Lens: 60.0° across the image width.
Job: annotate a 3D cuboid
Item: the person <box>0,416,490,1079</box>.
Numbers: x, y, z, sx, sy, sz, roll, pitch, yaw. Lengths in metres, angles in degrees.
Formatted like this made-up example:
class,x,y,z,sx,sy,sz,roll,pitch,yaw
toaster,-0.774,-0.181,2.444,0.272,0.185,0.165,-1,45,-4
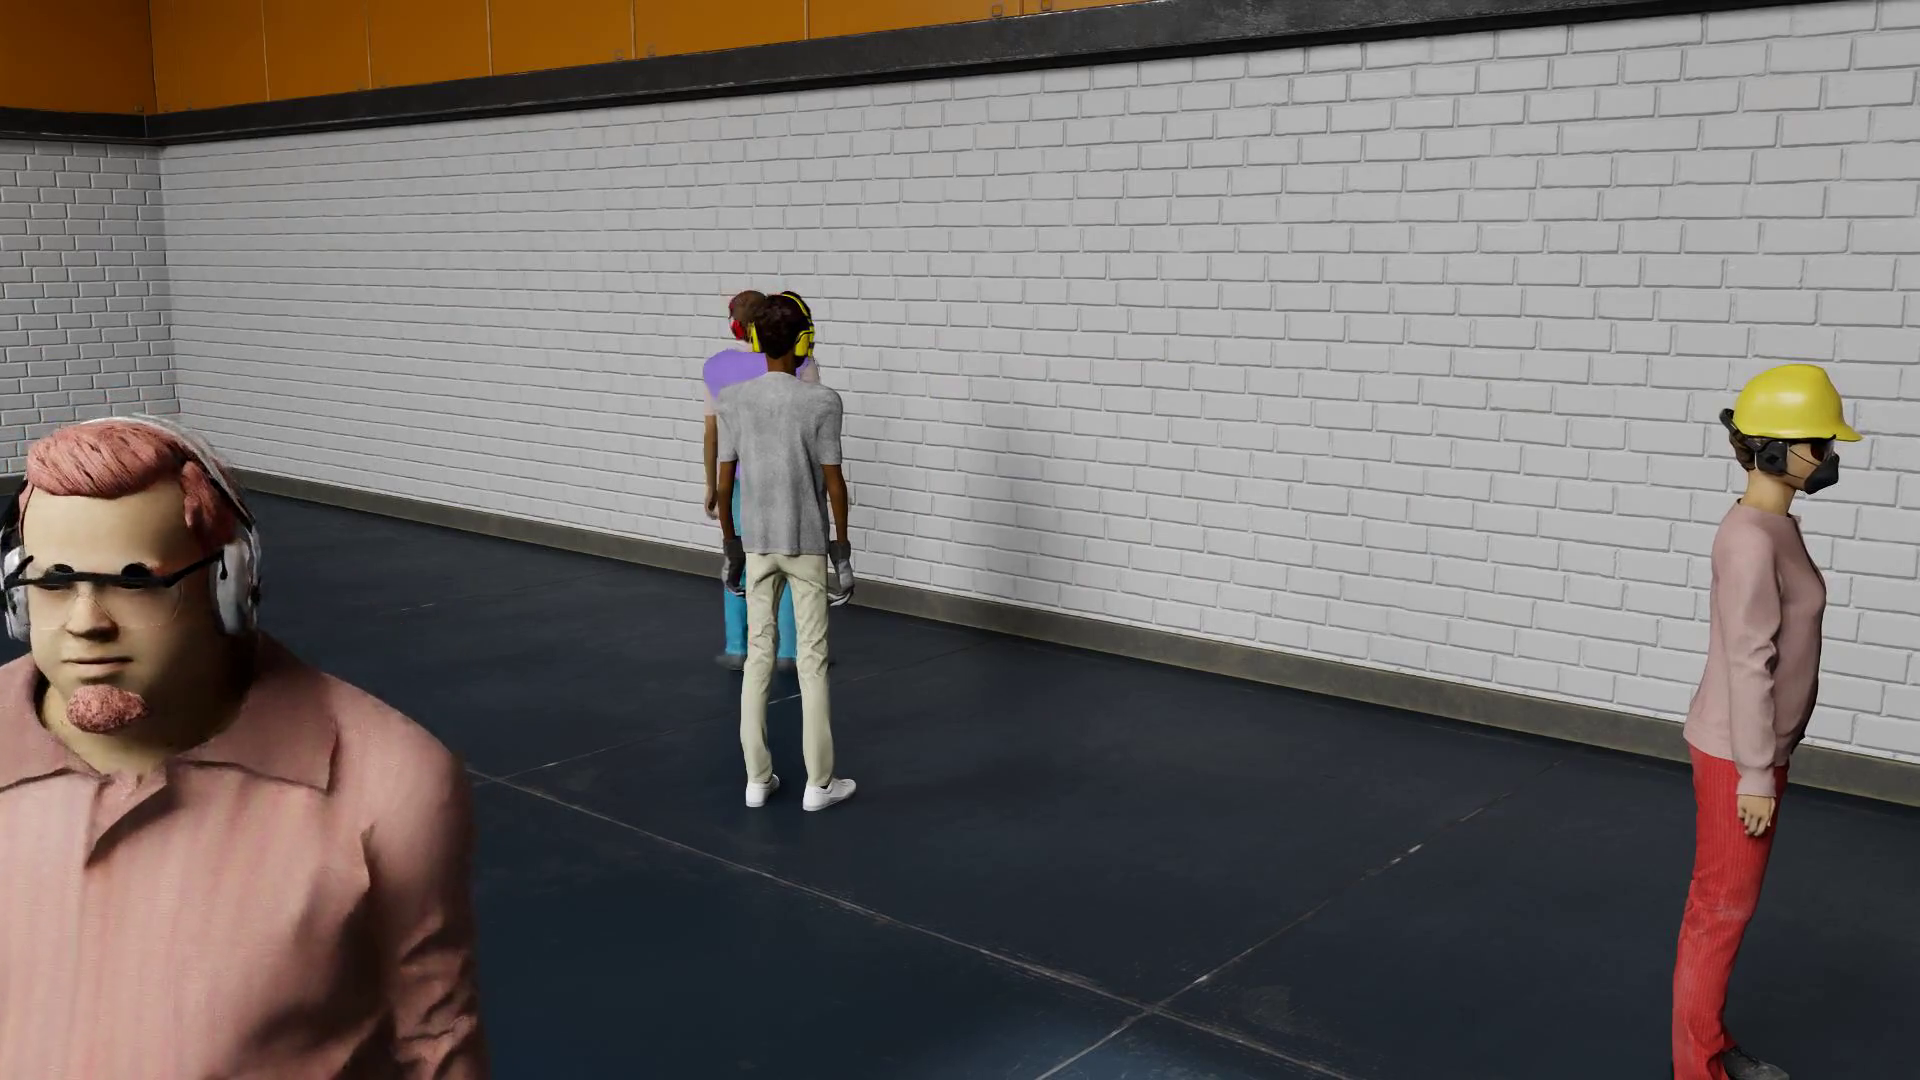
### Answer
class,x,y,z,sx,sy,sz,roll,pitch,yaw
person,-0.839,0.774,1.866,0.627,1.872,0.899,-1,10,-4

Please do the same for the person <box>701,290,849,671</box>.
class,x,y,z,sx,sy,sz,roll,pitch,yaw
person,-0.906,-0.257,7.908,0.688,1.816,0.404,4,11,19

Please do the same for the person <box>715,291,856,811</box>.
class,x,y,z,sx,sy,sz,roll,pitch,yaw
person,-0.623,0.048,5.994,0.514,1.872,0.328,3,10,14

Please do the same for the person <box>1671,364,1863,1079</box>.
class,x,y,z,sx,sy,sz,roll,pitch,yaw
person,1.830,0.482,3.821,0.309,1.769,0.523,5,11,26
